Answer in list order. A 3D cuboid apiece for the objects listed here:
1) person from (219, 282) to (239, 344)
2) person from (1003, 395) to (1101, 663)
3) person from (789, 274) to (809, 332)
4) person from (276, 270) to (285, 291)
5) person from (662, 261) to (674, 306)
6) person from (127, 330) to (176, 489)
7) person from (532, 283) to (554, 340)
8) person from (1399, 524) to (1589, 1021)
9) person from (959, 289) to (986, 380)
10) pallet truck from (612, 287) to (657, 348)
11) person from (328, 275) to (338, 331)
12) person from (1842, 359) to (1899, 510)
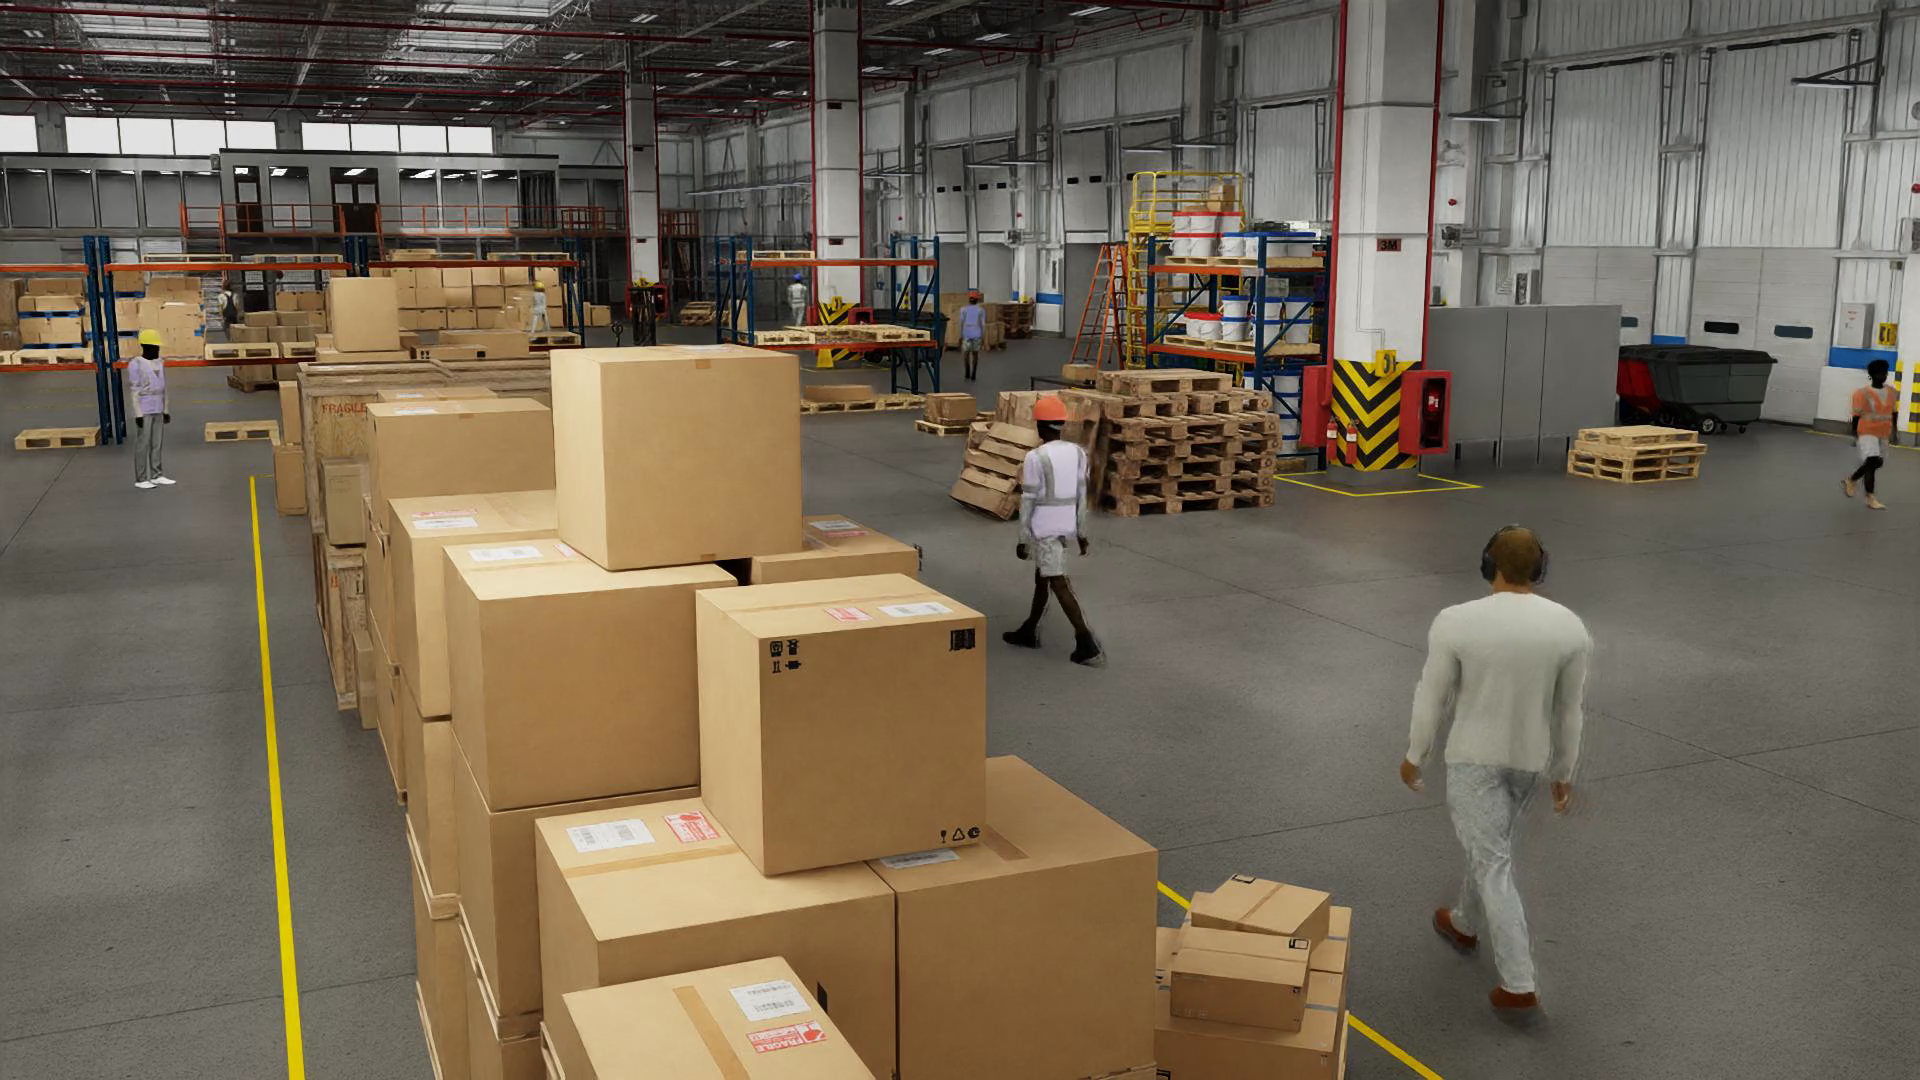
[{"bbox_3d":[-19.847,-6.102,45.224,0.526,1.834,0.447,-10,14,-43],"label":"person"},{"bbox_3d":[0.680,-0.086,11.893,0.554,1.894,1.006,-9,14,-42],"label":"person"},{"bbox_3d":[-4.964,-7.201,51.086,0.606,1.907,0.986,3,11,14],"label":"person"},{"bbox_3d":[-23.889,-8.531,58.453,0.355,1.883,0.572,-2,11,-12],"label":"person"},{"bbox_3d":[-13.051,-11.417,74.084,0.612,1.986,0.407,0,10,-2],"label":"person"},{"bbox_3d":[-9.749,-1.580,20.078,0.423,1.913,0.600,2,10,10],"label":"person"},{"bbox_3d":[-12.440,-6.784,49.381,0.493,1.683,0.948,4,11,22],"label":"person"},{"bbox_3d":[2.133,0.879,6.590,0.643,1.897,1.017,-2,10,-11],"label":"person"},{"bbox_3d":[0.267,-4.343,35.257,0.578,1.922,0.405,1,10,5],"label":"person"},{"bbox_3d":[-6.464,-4.406,35.401,0.823,1.965,1.885,6,12,32],"label":"pallet truck"},{"bbox_3d":[-18.605,-6.920,49.485,0.689,1.913,0.656,2,10,12],"label":"person"},{"bbox_3d":[10.197,-1.210,18.667,0.529,1.674,0.719,-2,11,-12],"label":"person"}]
